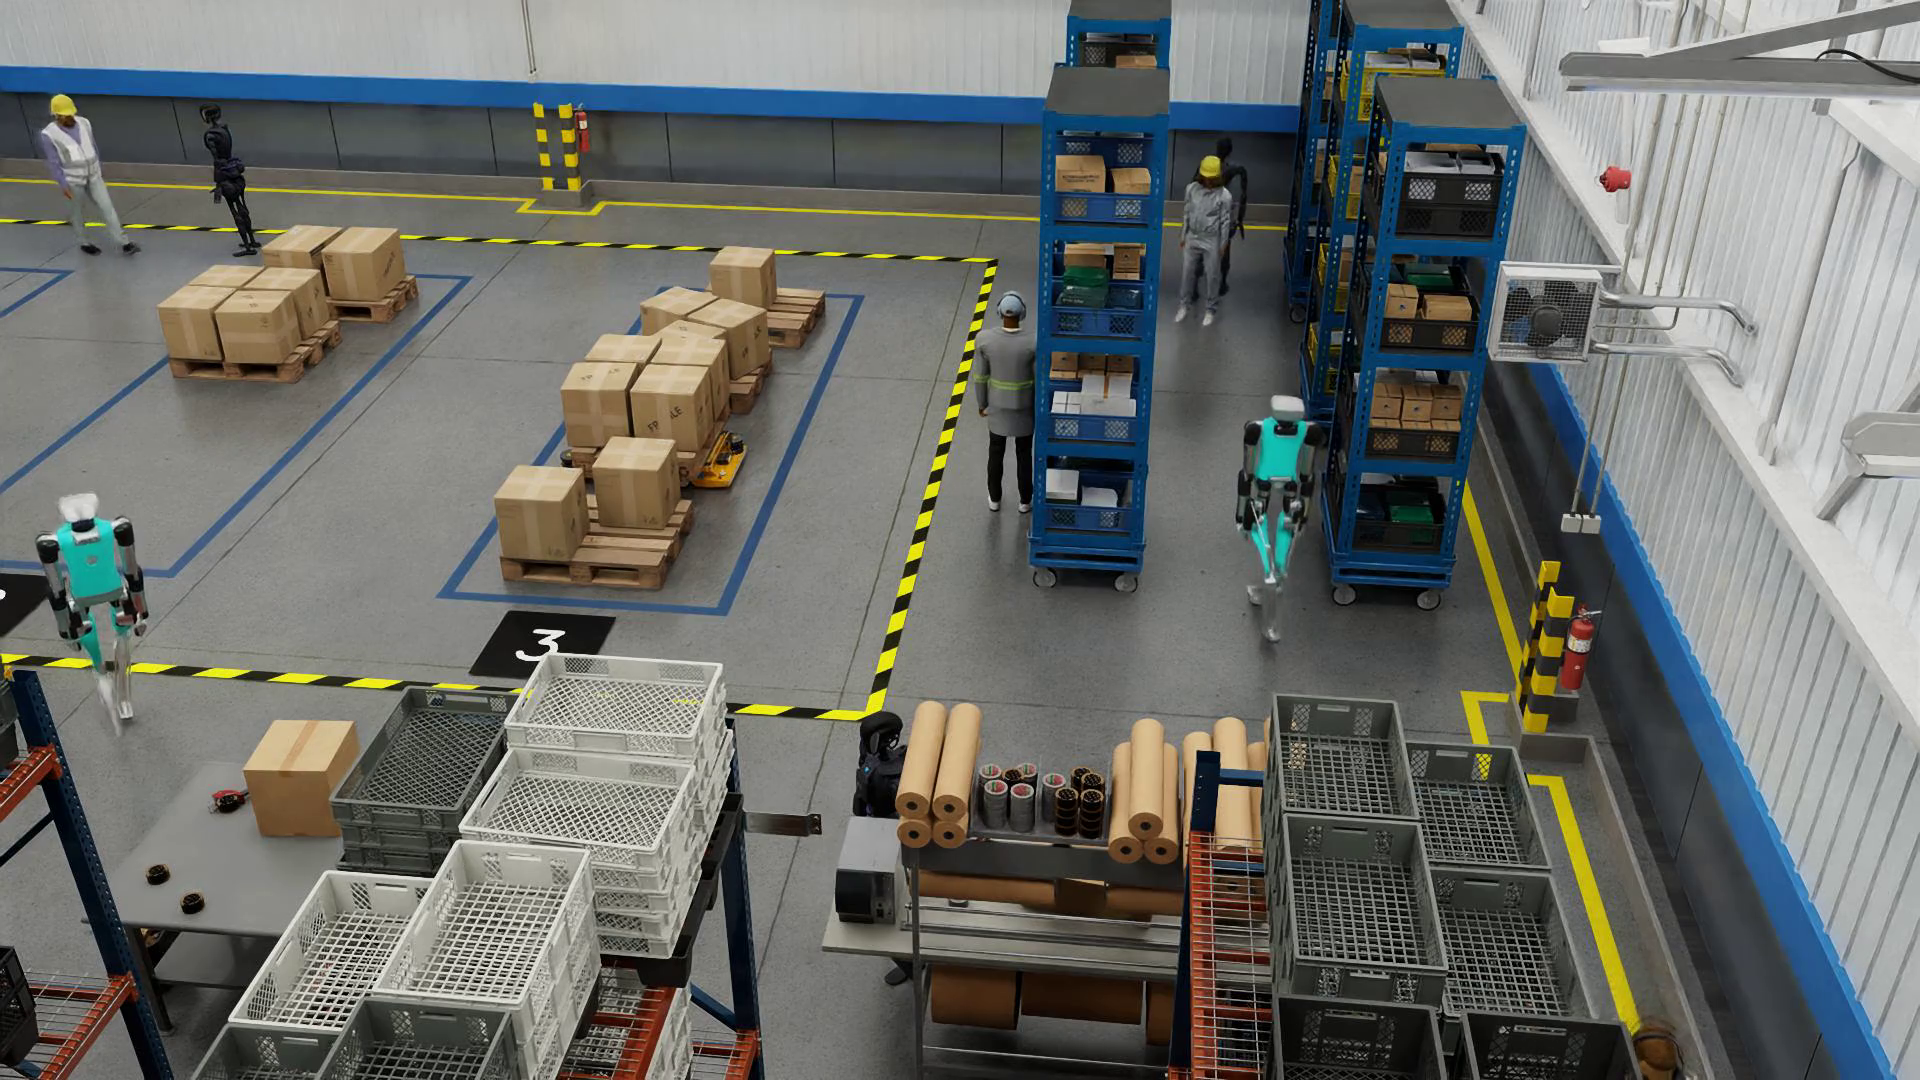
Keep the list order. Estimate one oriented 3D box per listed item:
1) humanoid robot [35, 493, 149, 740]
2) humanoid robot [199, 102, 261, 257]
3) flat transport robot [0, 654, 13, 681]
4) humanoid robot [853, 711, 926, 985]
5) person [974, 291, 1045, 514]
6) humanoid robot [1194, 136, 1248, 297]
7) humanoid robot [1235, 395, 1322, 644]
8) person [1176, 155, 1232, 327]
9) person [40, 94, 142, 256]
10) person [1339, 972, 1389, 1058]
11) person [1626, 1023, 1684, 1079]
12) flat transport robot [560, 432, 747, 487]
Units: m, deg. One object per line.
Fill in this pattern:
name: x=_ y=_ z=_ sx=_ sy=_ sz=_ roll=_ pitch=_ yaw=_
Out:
humanoid robot: x=-5.416 y=0.434 z=10.483 sx=0.553 sy=1.790 sz=0.795 roll=-19 pitch=35 yaw=-29
humanoid robot: x=-7.906 y=-3.901 z=17.961 sx=0.315 sy=1.655 sz=0.599 roll=-2 pitch=30 yaw=-4
flat transport robot: x=-7.142 y=0.969 z=11.010 sx=1.431 sy=0.231 sz=0.659 roll=3 pitch=30 yaw=6
humanoid robot: x=-0.369 y=1.570 z=8.562 sx=0.315 sy=1.657 sz=0.599 roll=-15 pitch=34 yaw=-24
person: x=0.404 y=-1.067 z=12.932 sx=0.589 sy=1.852 sz=0.365 roll=6 pitch=31 yaw=10
humanoid robot: x=2.591 y=-3.248 z=16.865 sx=0.593 sy=1.667 sz=0.511 roll=5 pitch=31 yaw=9
humanoid robot: x=2.191 y=-0.066 z=11.378 sx=0.549 sy=1.768 sz=1.043 roll=-2 pitch=30 yaw=-3
person: x=2.373 y=-2.918 z=16.233 sx=0.487 sy=1.730 sz=0.357 roll=17 pitch=34 yaw=27
person: x=-9.349 y=-3.867 z=17.806 sx=0.903 sy=1.784 sz=0.606 roll=18 pitch=35 yaw=28
person: x=1.552 y=2.429 z=6.905 sx=0.325 sy=1.876 sz=0.521 roll=0 pitch=30 yaw=0
person: x=2.632 y=2.612 z=6.671 sx=0.521 sy=1.797 sz=0.948 roll=5 pitch=31 yaw=8
flat transport robot: x=-2.554 y=-0.707 z=13.861 sx=1.431 sy=0.197 sz=0.652 roll=3 pitch=30 yaw=6
